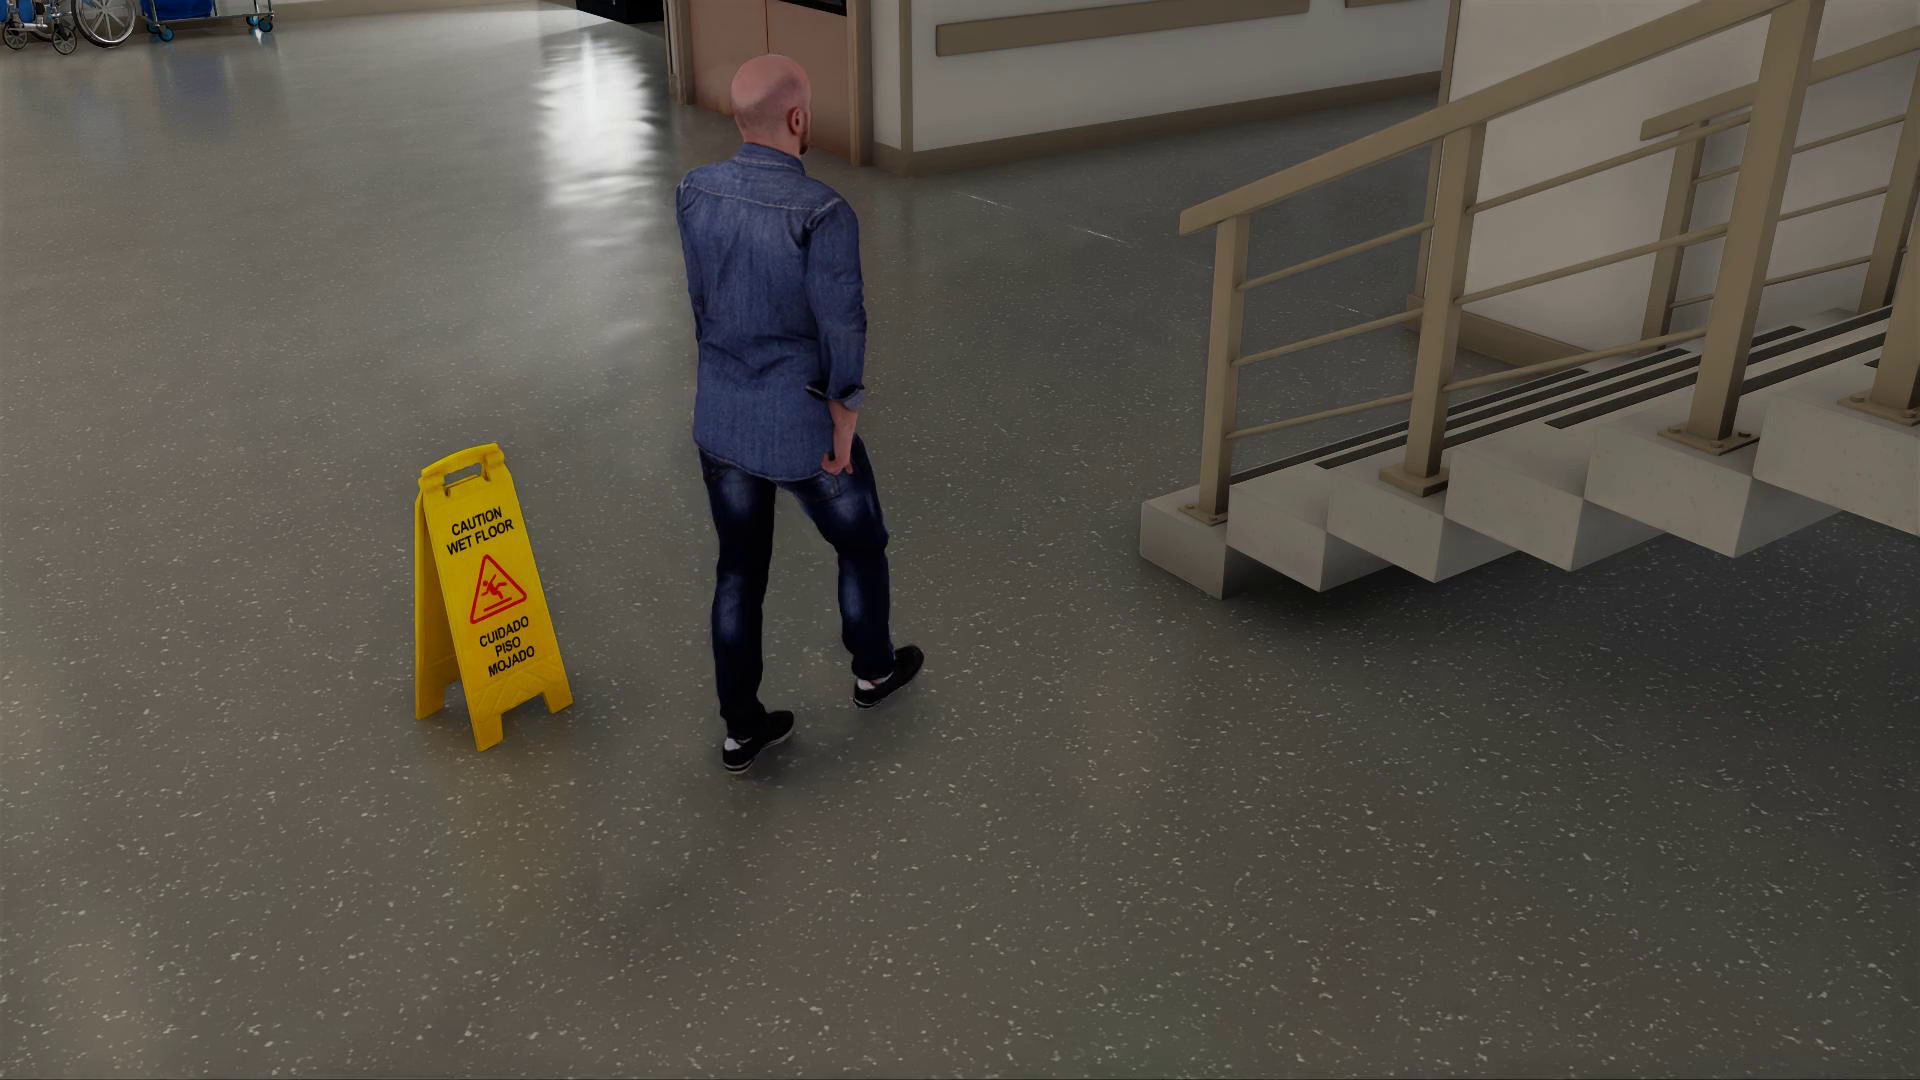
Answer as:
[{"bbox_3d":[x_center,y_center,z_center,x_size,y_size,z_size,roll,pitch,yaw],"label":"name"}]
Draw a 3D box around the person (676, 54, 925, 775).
[{"bbox_3d":[-0.494,-0.232,4.086,1.011,1.803,1.029,11,28,21],"label":"person"}]
